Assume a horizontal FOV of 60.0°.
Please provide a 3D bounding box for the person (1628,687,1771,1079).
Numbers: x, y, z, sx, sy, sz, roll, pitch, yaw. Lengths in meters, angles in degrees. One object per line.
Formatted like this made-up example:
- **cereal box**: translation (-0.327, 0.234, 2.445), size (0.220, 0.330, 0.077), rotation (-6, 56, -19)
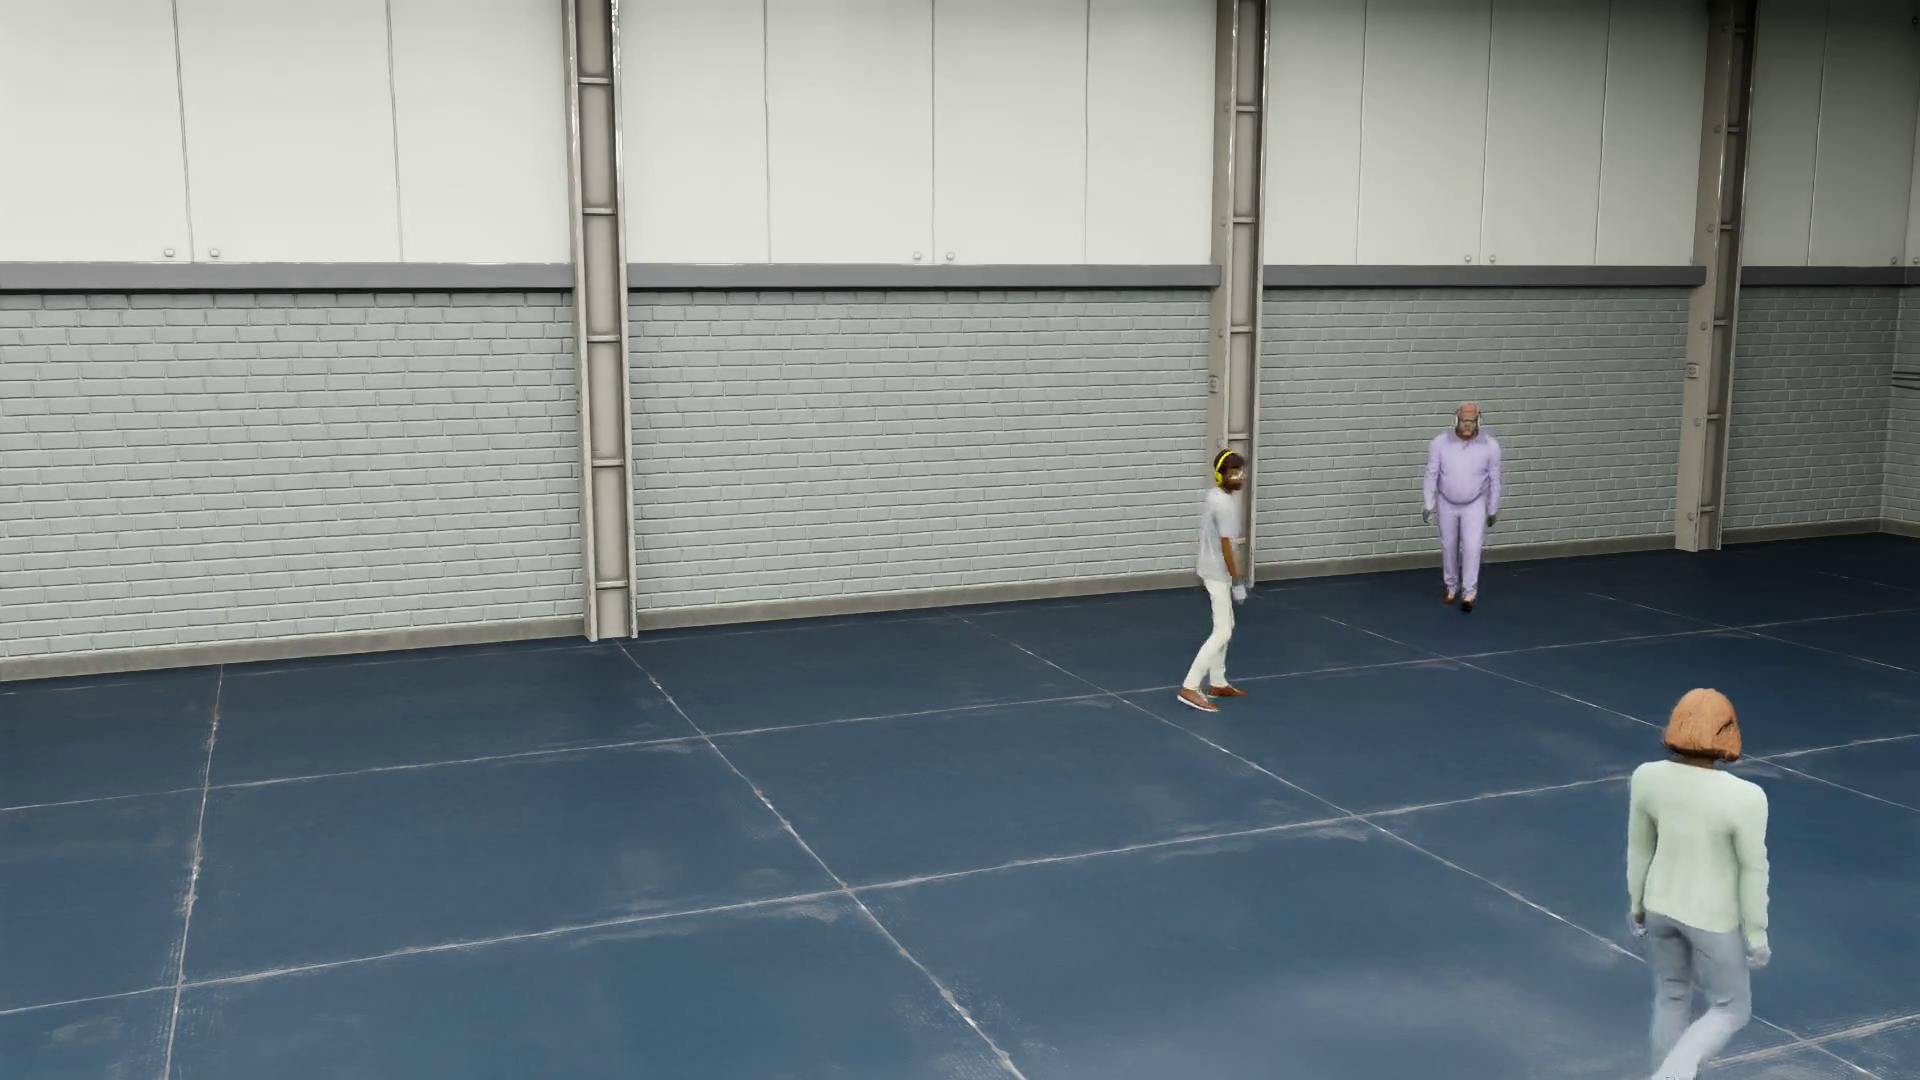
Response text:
- **person**: translation (2.519, 1.312, 5.761), size (0.500, 1.619, 0.521), rotation (-6, 11, -33)

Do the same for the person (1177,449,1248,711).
- **person**: translation (1.800, 0.267, 11.716), size (0.432, 1.843, 0.588), rotation (1, 9, 7)

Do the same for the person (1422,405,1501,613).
- **person**: translation (4.531, -0.284, 15.075), size (0.651, 1.858, 0.986), rotation (4, 10, 23)
